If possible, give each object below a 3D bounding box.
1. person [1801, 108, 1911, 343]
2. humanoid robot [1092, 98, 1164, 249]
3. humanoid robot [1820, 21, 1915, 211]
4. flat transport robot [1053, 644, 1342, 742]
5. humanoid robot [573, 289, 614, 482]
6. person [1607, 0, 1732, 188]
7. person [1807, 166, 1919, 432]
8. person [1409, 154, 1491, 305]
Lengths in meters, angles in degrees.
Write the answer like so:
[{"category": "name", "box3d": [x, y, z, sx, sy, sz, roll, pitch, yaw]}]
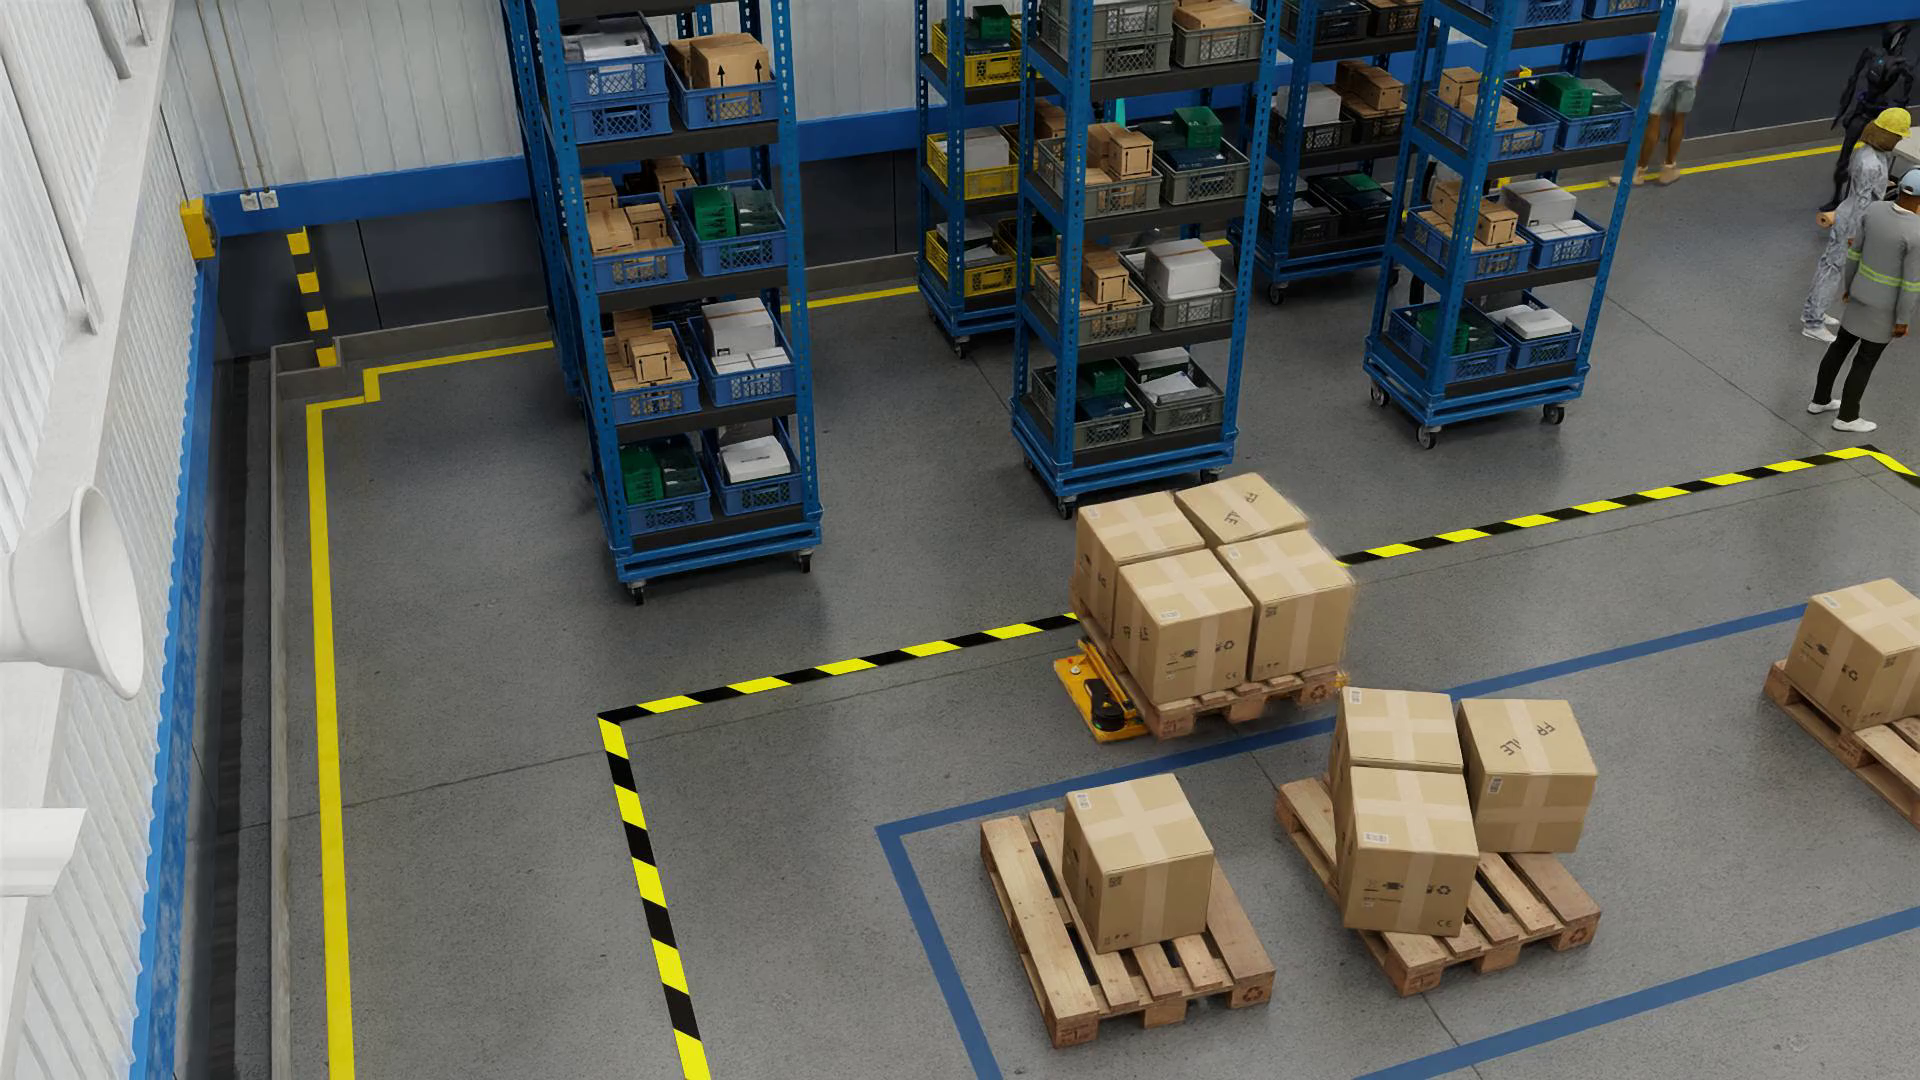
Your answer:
[{"category": "person", "box3d": [6.477, -2.280, 12.020, 0.307, 1.728, 0.484, 14, 38, 19]}, {"category": "humanoid robot", "box3d": [1.338, -2.784, 12.612, 0.735, 1.677, 0.533, 11, 37, 16]}, {"category": "humanoid robot", "box3d": [7.619, -3.529, 13.835, 0.490, 1.636, 0.600, -17, 39, -23]}, {"category": "flat transport robot", "box3d": [1.294, 0.681, 9.065, 1.431, 0.197, 0.652, -11, 37, -15]}, {"category": "humanoid robot", "box3d": [-2.257, -1.026, 10.296, 0.600, 1.645, 0.544, 28, 44, 33]}, {"category": "person", "box3d": [6.074, -3.995, 14.240, 0.775, 1.996, 0.394, -5, 35, -7]}, {"category": "person", "box3d": [6.033, -1.580, 10.922, 0.362, 1.852, 0.593, -9, 36, -13]}, {"category": "person", "box3d": [3.580, -2.407, 12.078, 0.511, 1.873, 0.329, 4, 35, 6]}]
